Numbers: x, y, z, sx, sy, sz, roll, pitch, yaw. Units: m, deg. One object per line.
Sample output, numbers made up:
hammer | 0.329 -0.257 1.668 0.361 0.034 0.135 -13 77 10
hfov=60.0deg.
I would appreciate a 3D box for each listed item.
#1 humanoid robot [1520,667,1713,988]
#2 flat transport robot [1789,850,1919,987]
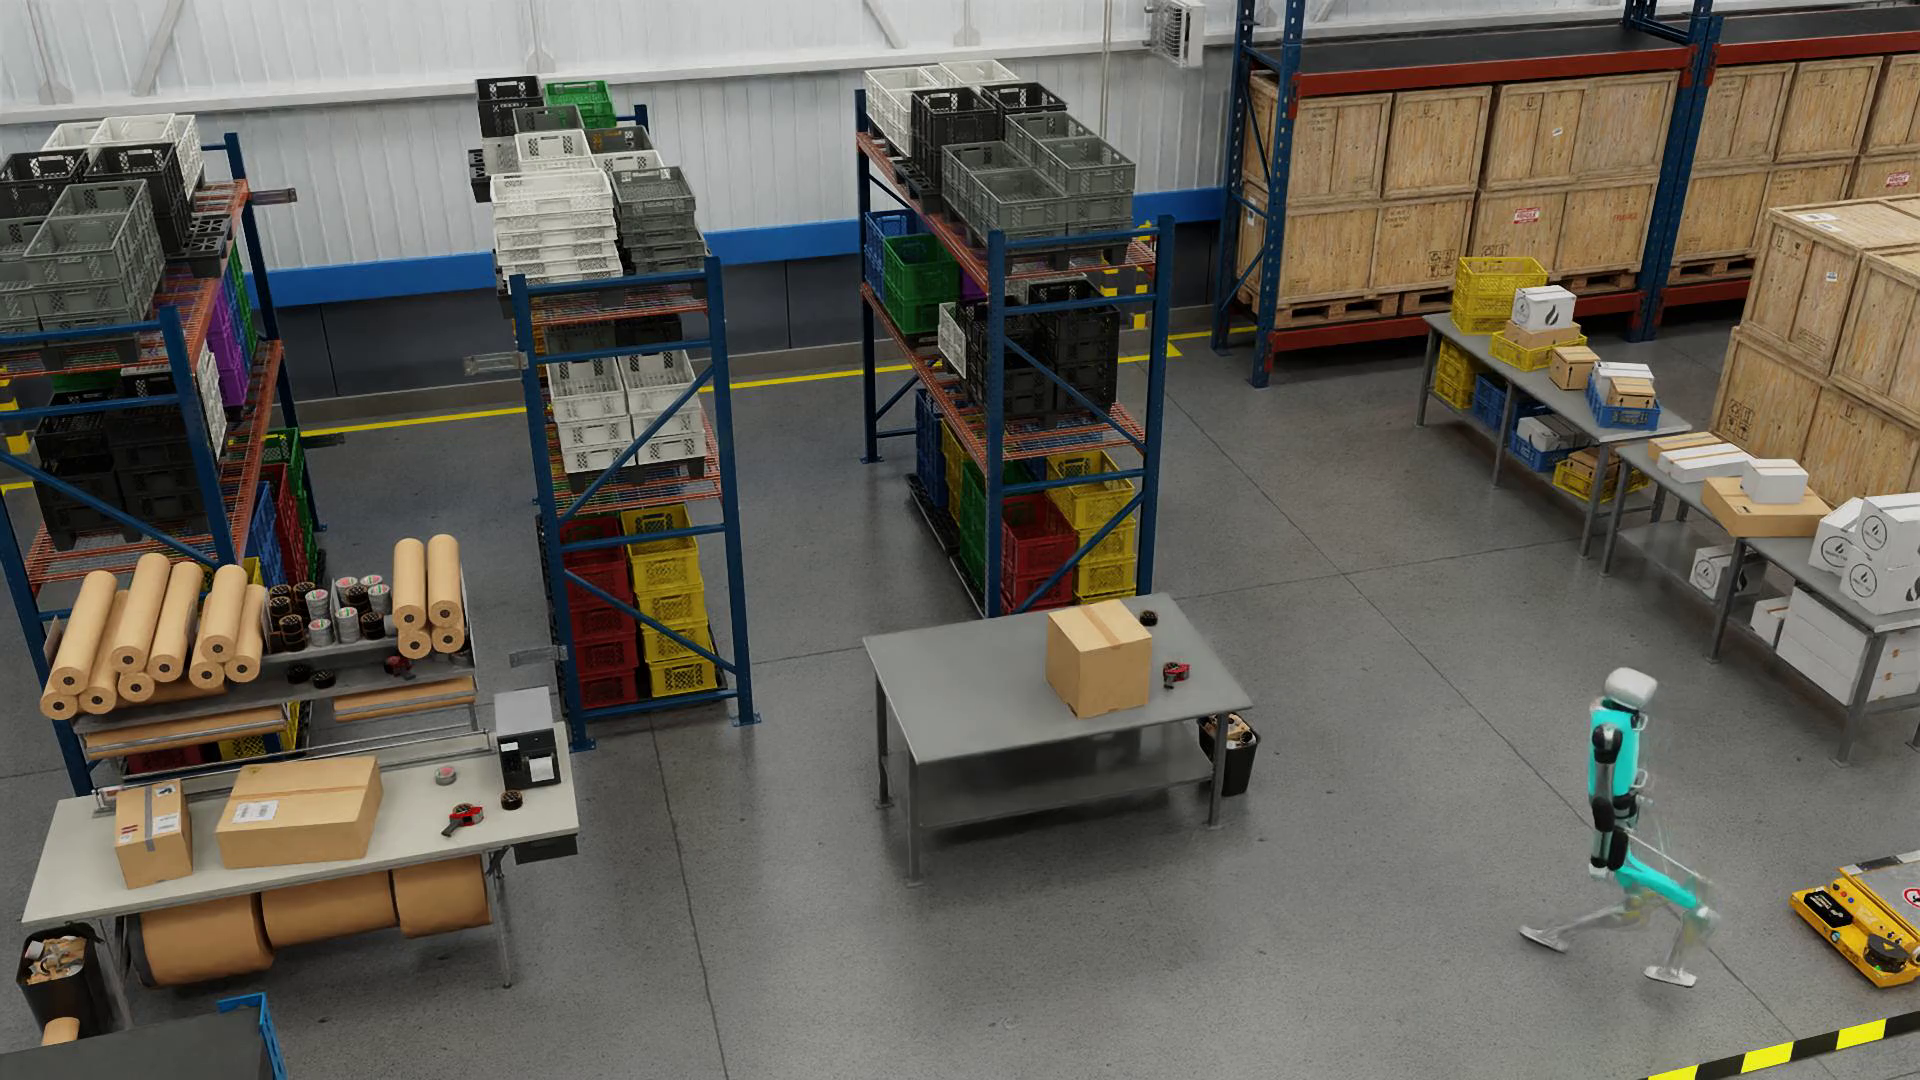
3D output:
humanoid robot | 3.355 1.476 8.022 1.039 1.770 0.533 15 32 25
flat transport robot | 5.163 1.916 8.676 1.431 0.231 0.659 -8 30 -14
